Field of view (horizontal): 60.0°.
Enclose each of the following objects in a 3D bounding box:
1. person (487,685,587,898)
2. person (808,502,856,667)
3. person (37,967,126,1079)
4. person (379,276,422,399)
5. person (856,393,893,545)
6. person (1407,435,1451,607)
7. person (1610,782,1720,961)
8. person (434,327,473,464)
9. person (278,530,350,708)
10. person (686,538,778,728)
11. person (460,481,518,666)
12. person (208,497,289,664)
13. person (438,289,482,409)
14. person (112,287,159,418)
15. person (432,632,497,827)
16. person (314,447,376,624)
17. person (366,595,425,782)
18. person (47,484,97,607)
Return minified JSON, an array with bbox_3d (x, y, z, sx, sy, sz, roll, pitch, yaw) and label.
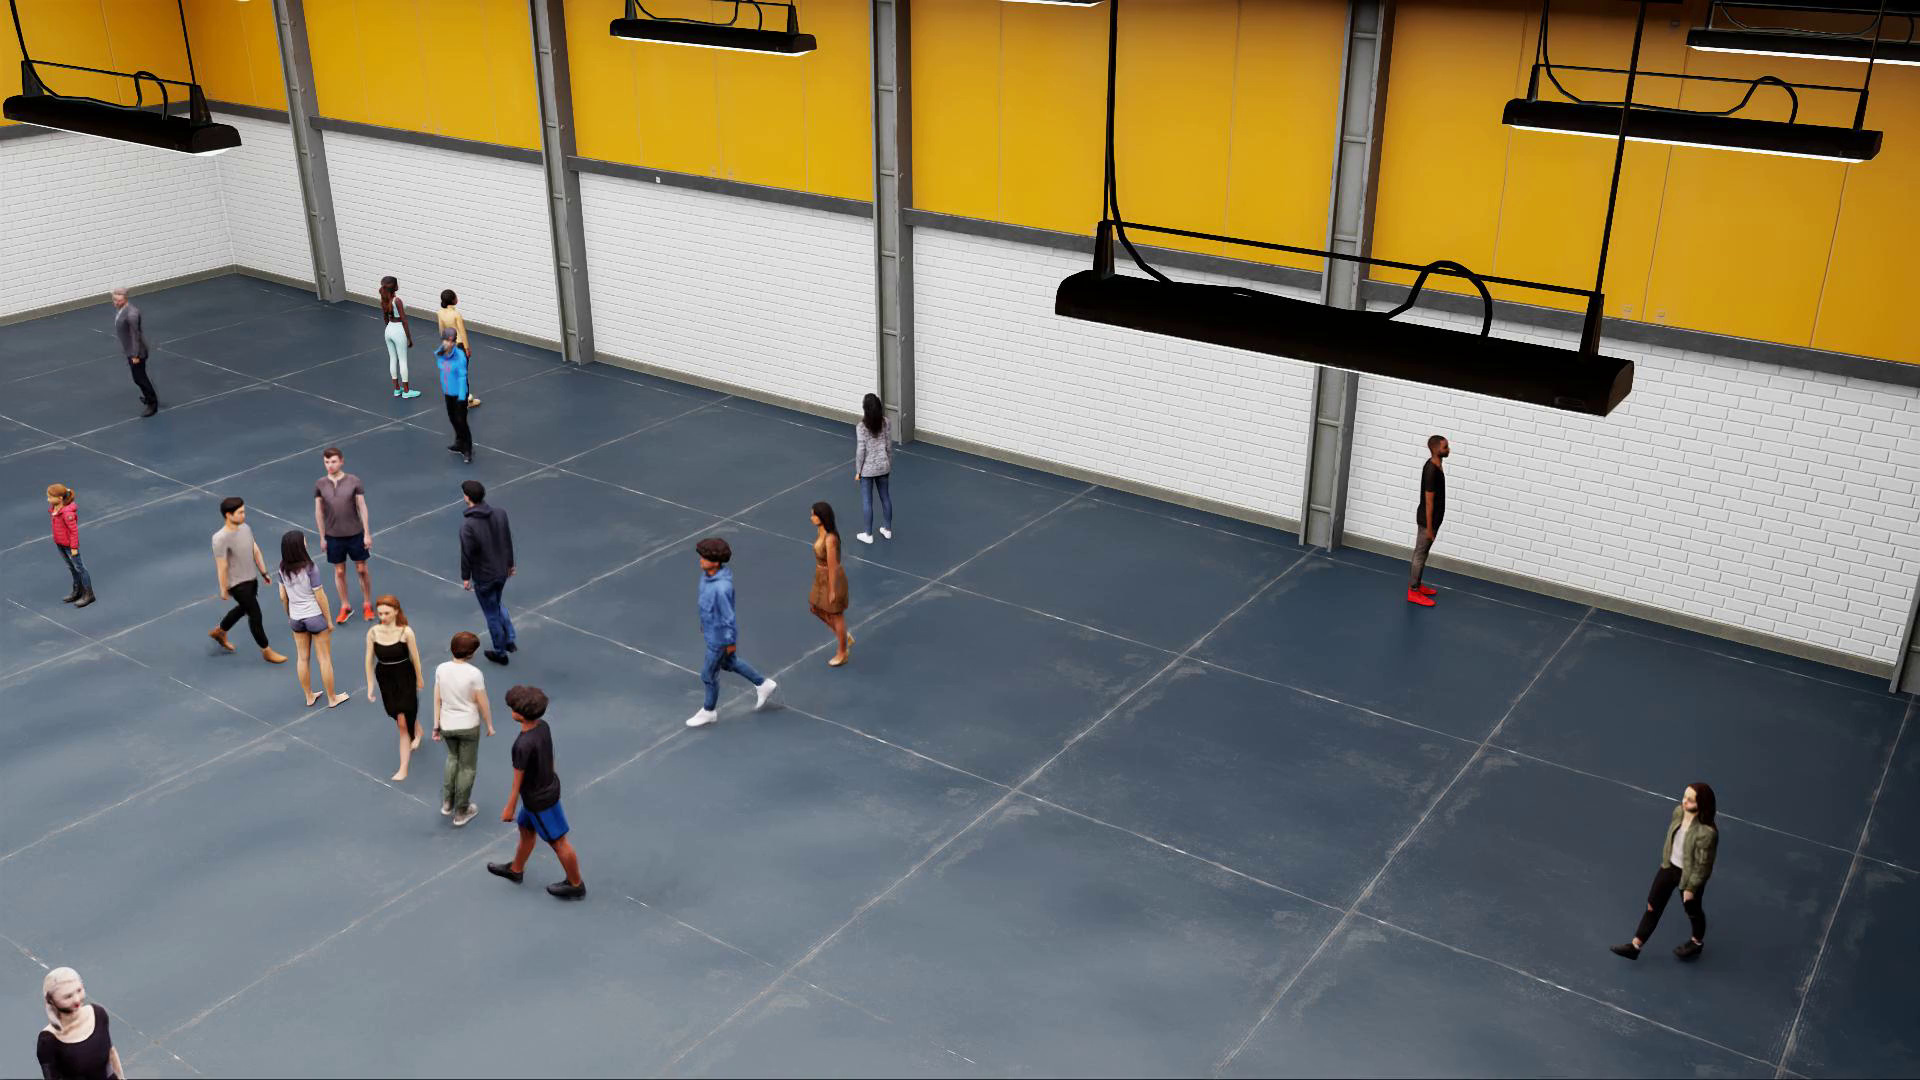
[{"bbox_3d":[-3.028,1.905,12.344,1.114,1.765,0.942,1,24,2],"label":"person"},{"bbox_3d":[-1.171,0.408,15.879,0.854,1.675,0.770,-11,26,-24],"label":"person"},{"bbox_3d":[-4.905,3.177,9.344,0.718,1.837,0.643,11,26,24],"label":"person"},{"bbox_3d":[-7.886,-2.853,23.278,0.487,1.725,0.629,13,27,28],"label":"person"},{"bbox_3d":[-0.964,-0.816,18.604,0.676,1.736,0.650,-15,27,-30],"label":"person"},{"bbox_3d":[4.832,-0.230,17.177,0.631,1.805,0.697,8,25,18],"label":"person"},{"bbox_3d":[5.155,2.362,11.710,1.006,1.435,0.994,-7,25,-16],"label":"person"},{"bbox_3d":[-6.347,-1.846,20.909,0.857,1.777,0.519,-22,32,-40],"label":"person"},{"bbox_3d":[-5.921,0.711,15.113,0.578,1.734,0.713,5,24,11],"label":"person"},{"bbox_3d":[-2.056,0.806,14.840,1.111,1.779,1.151,-8,25,-18],"label":"person"},{"bbox_3d":[-4.404,0.339,15.780,0.619,1.882,0.684,16,28,32],"label":"person"},{"bbox_3d":[-6.954,0.381,15.933,1.190,1.681,0.885,6,24,13],"label":"person"},{"bbox_3d":[-6.943,-2.645,22.885,0.534,1.659,0.684,12,26,25],"label":"person"},{"bbox_3d":[-11.183,-2.589,22.577,1.037,1.803,0.715,-11,26,-24],"label":"person"},{"bbox_3d":[-4.044,1.541,13.363,0.726,1.615,0.806,1,24,1],"label":"person"},{"bbox_3d":[-6.179,-0.060,16.730,0.717,1.851,0.772,-4,24,-10],"label":"person"},{"bbox_3d":[-4.787,1.189,14.220,1.118,1.574,1.034,1,24,1],"label":"person"},{"bbox_3d":[-9.201,0.033,17.183,0.430,1.318,0.562,15,28,31],"label":"person"}]
